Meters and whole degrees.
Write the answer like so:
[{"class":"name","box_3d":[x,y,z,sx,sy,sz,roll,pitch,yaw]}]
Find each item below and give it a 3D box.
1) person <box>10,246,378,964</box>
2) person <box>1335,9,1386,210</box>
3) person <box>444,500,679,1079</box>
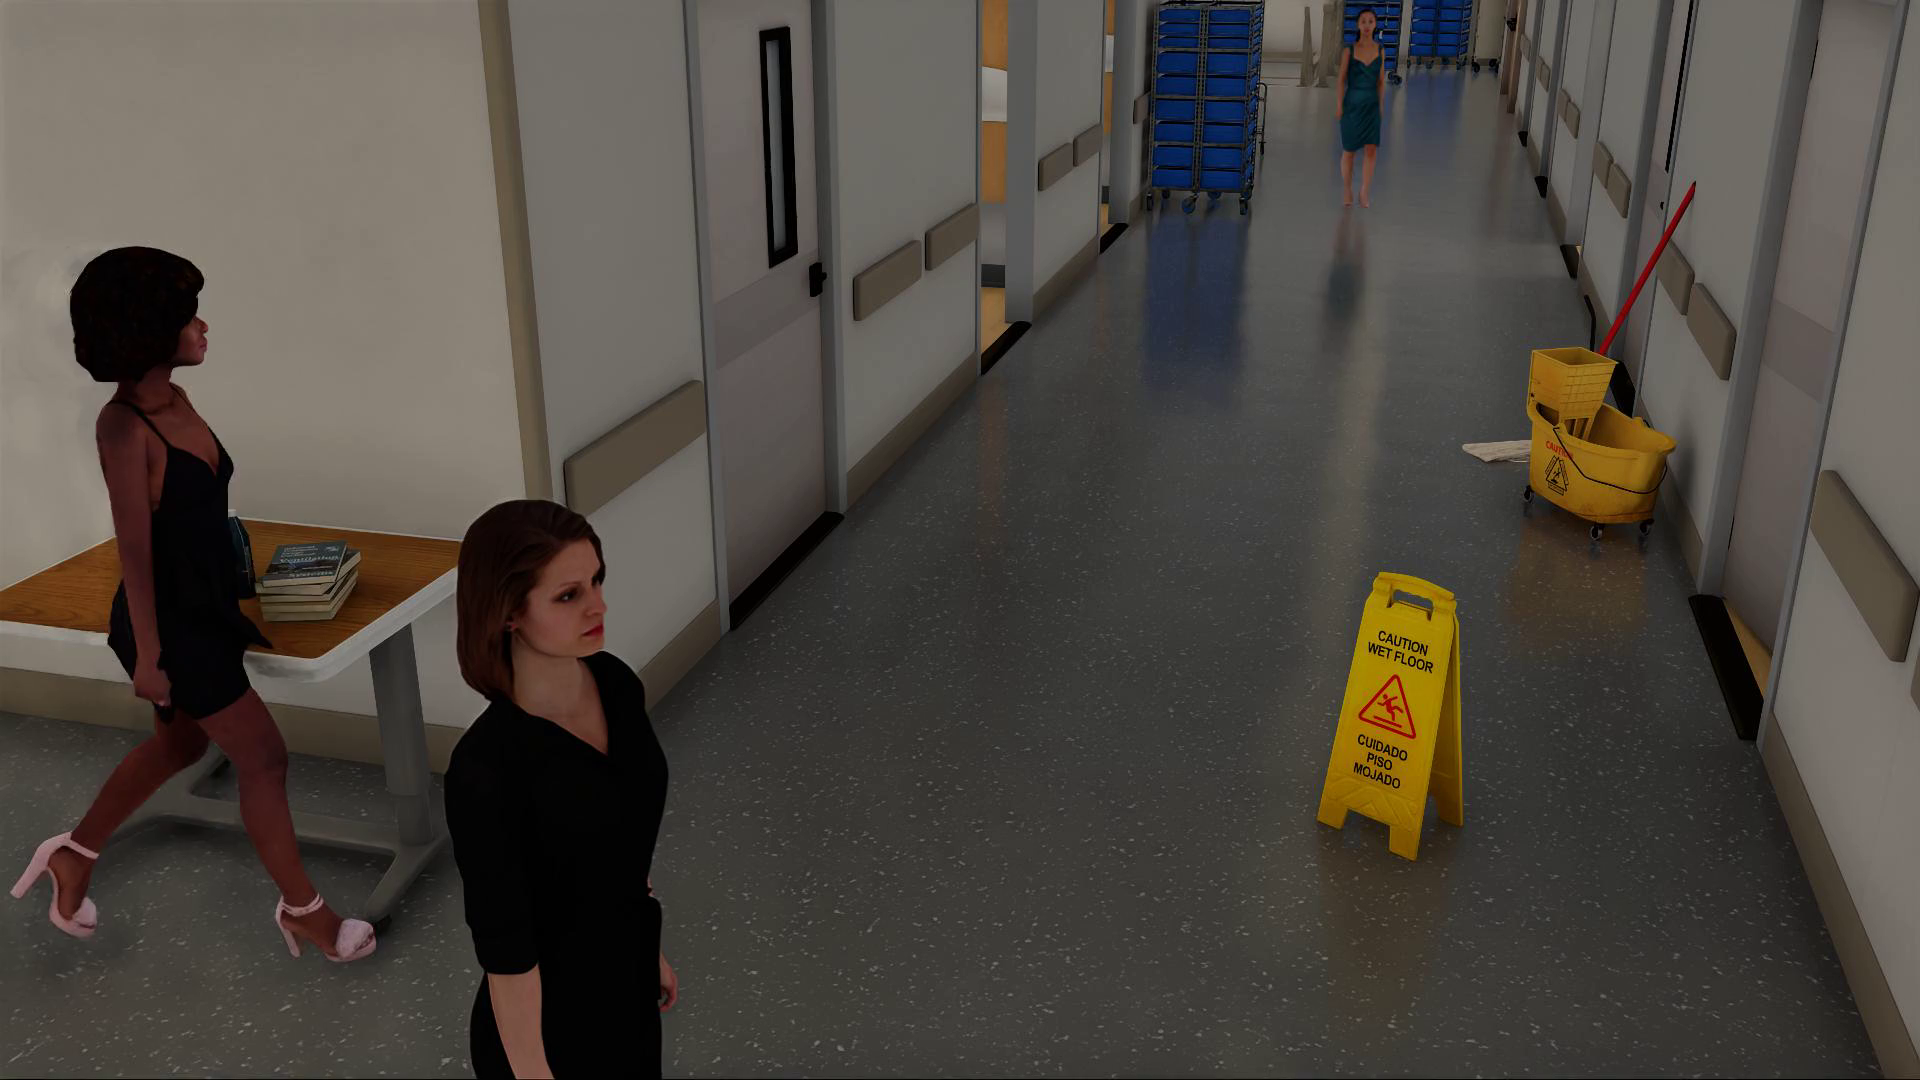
[{"class":"person","box_3d":[-1.893,0.232,3.874,0.914,1.749,1.094,-2,21,-5]},{"class":"person","box_3d":[3.461,-3.726,14.442,0.662,1.666,0.796,1,21,3]},{"class":"person","box_3d":[-0.607,0.740,2.593,0.647,1.706,0.433,6,22,16]}]
